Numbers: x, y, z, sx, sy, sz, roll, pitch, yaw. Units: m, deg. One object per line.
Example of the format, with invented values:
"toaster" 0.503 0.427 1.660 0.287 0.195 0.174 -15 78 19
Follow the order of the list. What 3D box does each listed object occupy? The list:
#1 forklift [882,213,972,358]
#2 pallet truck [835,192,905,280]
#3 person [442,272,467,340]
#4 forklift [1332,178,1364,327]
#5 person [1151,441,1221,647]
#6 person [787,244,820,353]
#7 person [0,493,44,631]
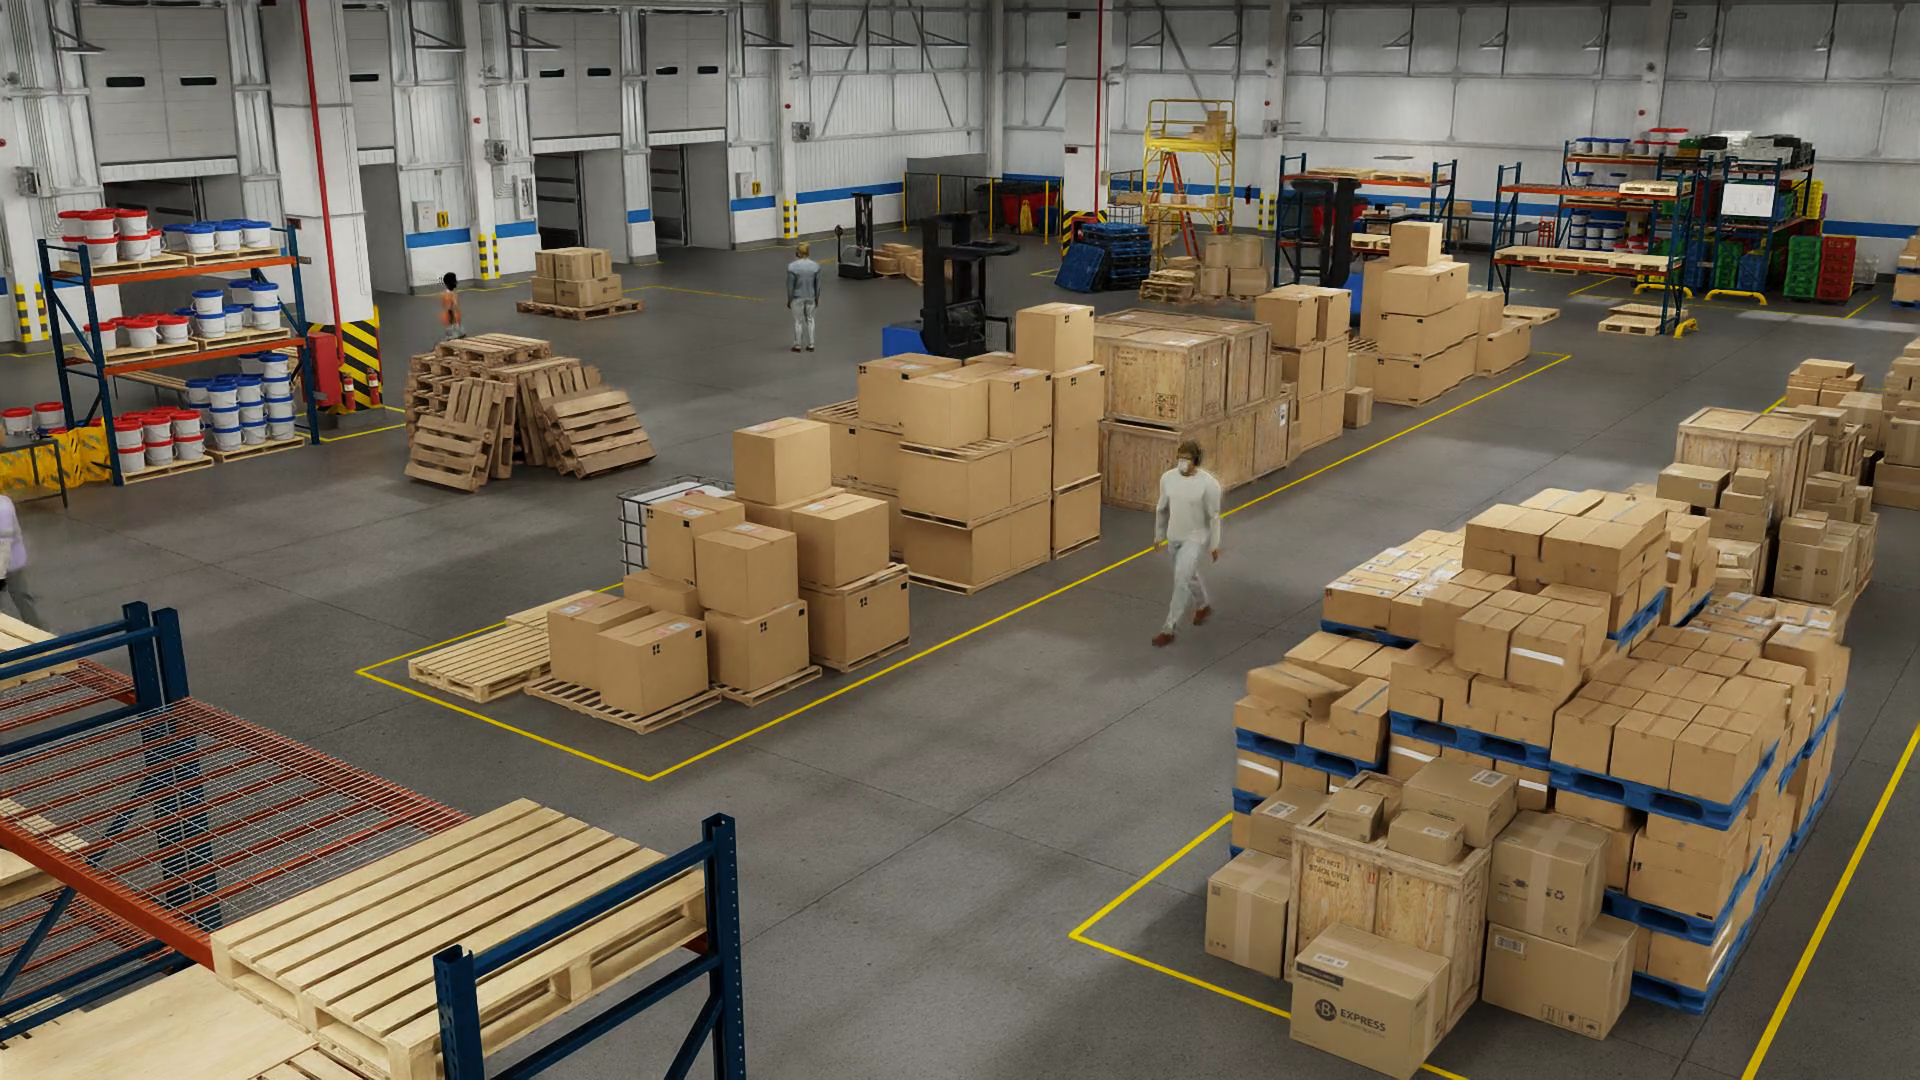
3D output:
"forklift" -0.224 -3.638 25.821 1.873 2.768 1.129 12 21 35
"pallet truck" -1.936 -7.159 38.982 1.885 1.965 0.823 -12 21 -34
"person" -8.501 -3.660 27.933 0.368 1.681 0.539 -1 17 -2
"forklift" 7.418 -5.569 32.216 1.873 2.768 1.129 3 17 10
"person" 2.127 -0.019 15.519 0.640 1.896 1.026 15 23 41
"person" -2.784 -4.297 29.635 0.640 1.927 0.389 -9 19 -27
"person" -8.602 0.226 14.694 0.620 1.893 0.853 14 22 39
